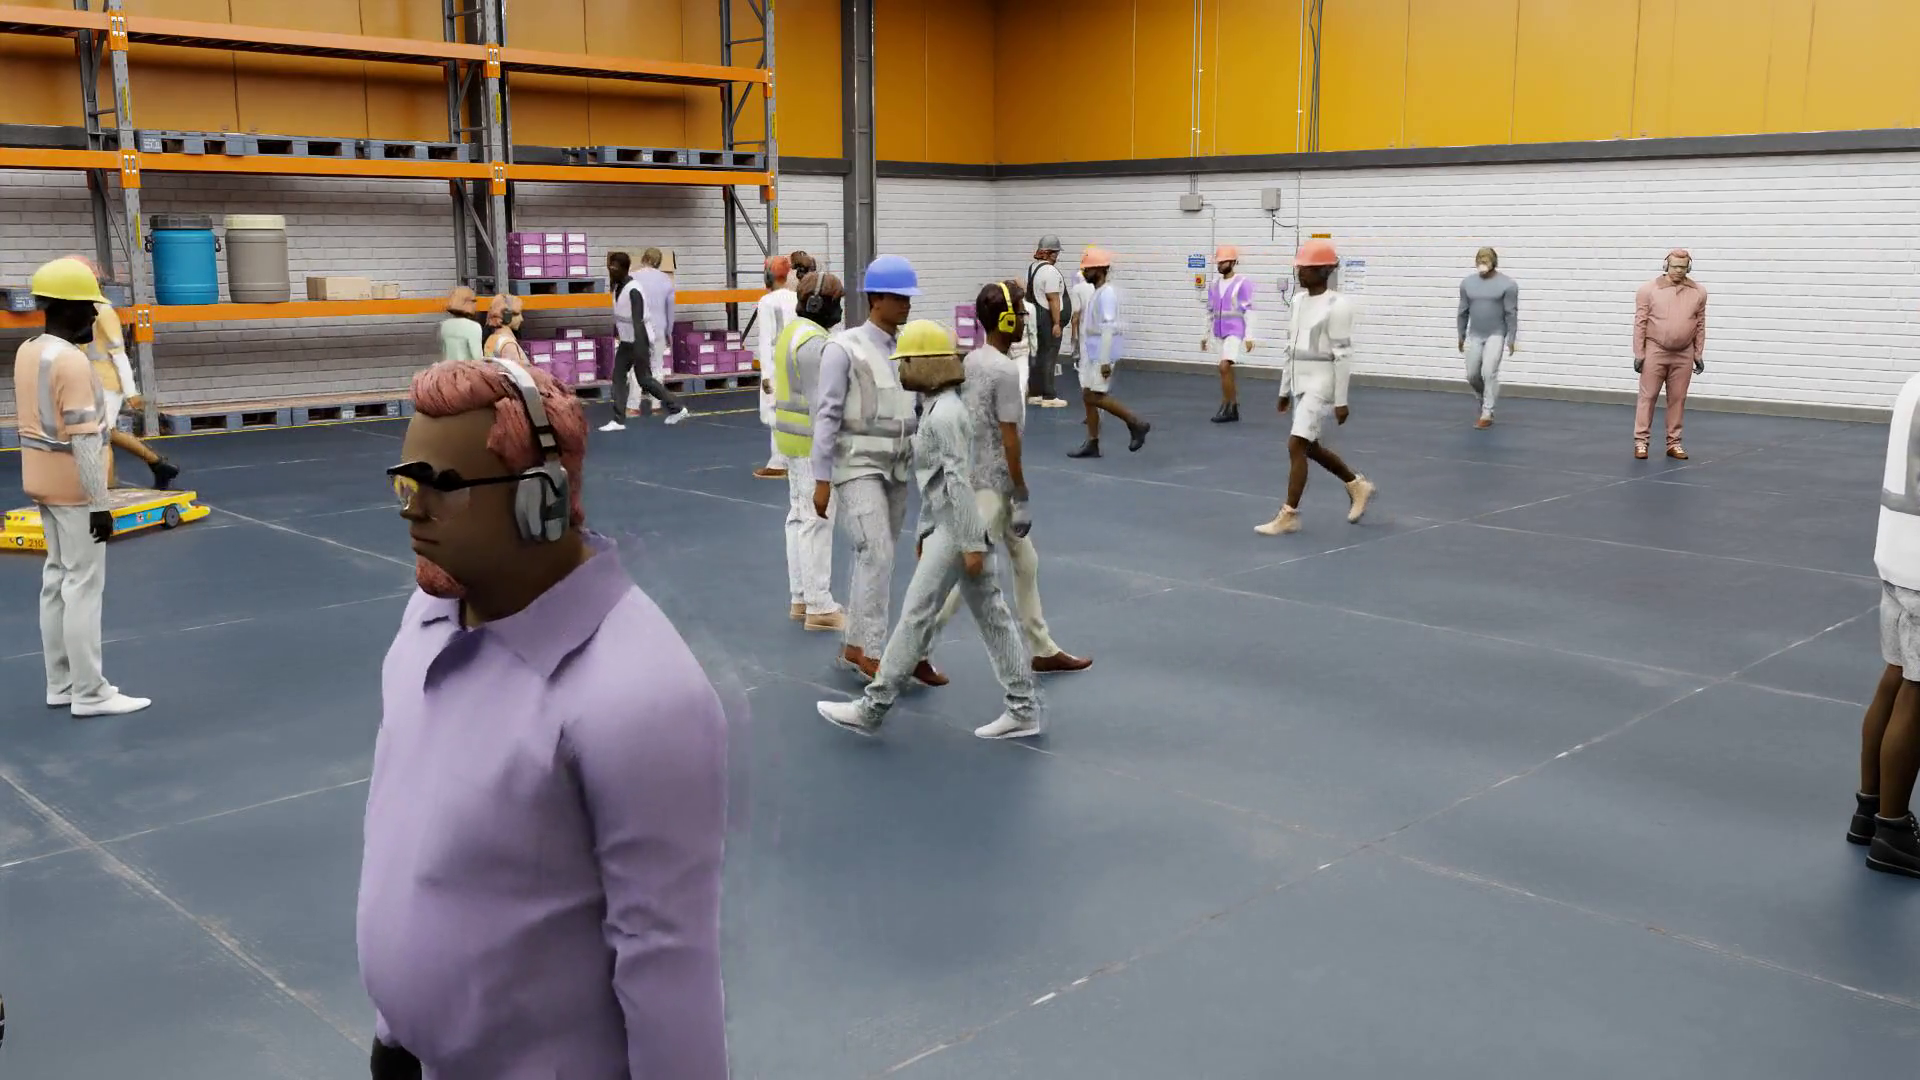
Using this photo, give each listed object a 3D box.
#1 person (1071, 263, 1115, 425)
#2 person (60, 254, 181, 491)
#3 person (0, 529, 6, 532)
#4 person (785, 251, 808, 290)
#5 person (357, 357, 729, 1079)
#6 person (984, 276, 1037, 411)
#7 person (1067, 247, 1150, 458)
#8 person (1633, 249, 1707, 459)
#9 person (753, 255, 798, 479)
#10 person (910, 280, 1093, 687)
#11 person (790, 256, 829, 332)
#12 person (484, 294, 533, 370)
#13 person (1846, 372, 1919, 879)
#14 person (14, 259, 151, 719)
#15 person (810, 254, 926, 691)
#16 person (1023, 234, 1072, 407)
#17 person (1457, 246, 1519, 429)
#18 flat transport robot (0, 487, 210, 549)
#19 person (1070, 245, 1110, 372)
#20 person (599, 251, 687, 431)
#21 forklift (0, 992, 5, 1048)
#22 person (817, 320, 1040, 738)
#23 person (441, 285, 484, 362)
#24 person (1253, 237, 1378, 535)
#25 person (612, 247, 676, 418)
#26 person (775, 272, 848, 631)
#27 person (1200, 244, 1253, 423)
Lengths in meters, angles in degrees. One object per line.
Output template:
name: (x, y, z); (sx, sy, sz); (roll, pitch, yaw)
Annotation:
person: (1.425, -2.093, 17.520); (0.517, 1.842, 0.689); (-3, 11, -16)
person: (-6.243, -1.166, 12.319); (0.556, 1.897, 0.815); (9, 14, 41)
person: (-6.587, -0.874, 10.542); (0.951, 1.955, 0.634); (1, 10, 5)
person: (-2.003, -2.665, 20.664); (0.431, 1.836, 0.619); (-8, 13, -38)
person: (-0.513, 0.680, 2.280); (0.786, 1.880, 0.644); (-8, 13, -36)
person: (0.493, -1.827, 16.688); (0.525, 1.605, 0.796); (3, 11, 15)
person: (1.340, -1.679, 15.038); (0.651, 1.914, 0.558); (-1, 10, -7)
person: (6.425, -1.674, 15.061); (0.639, 1.902, 0.407); (1, 10, 4)
person: (-1.426, -1.397, 13.650); (0.666, 1.865, 0.582); (6, 12, 31)
person: (0.127, -0.243, 7.471); (0.976, 1.834, 0.530); (-3, 11, -17)
person: (-1.697, -2.175, 18.086); (0.871, 1.798, 0.650); (-10, 14, -43)
person: (-2.969, -0.790, 10.953); (0.307, 1.638, 0.513); (-6, 12, -30)
person: (3.113, 0.103, 5.268); (0.373, 1.934, 0.551); (3, 11, 18)
person: (-3.727, -0.214, 7.027); (0.594, 1.922, 0.386); (9, 14, 42)
person: (-0.334, -0.295, 7.434); (0.676, 1.929, 0.648); (9, 14, 42)
person: (1.063, -2.605, 19.750); (0.535, 2.000, 0.687); (-4, 11, -23)
person: (5.580, -2.140, 17.558); (0.657, 1.916, 0.618); (8, 13, 37)
flat transport robot: (-5.821, -0.160, 11.245); (0.652, 0.197, 1.431); (2, 11, 12)
person: (1.877, -3.313, 24.061); (0.611, 1.873, 0.983); (-1, 10, -5)
person: (-3.339, -2.075, 17.362); (0.884, 1.871, 0.636); (-7, 12, -33)
forklift: (-3.245, 0.323, 3.363); (2.313, 2.155, 1.214); (2, 11, 13)
person: (-0.104, -0.022, 6.608); (0.926, 1.680, 0.497); (0, 10, 1)
person: (-3.995, -1.230, 13.374); (0.517, 1.618, 0.411); (8, 13, 37)
person: (2.461, -1.038, 11.298); (0.928, 2.020, 0.614); (-3, 11, -17)
person: (-3.568, -2.317, 18.624); (0.846, 1.894, 0.362); (-8, 13, -36)
person: (-0.729, -0.457, 8.599); (0.430, 1.838, 0.619); (-3, 11, -18)
person: (2.825, -2.216, 17.955); (0.704, 1.912, 0.582); (-8, 13, -39)
